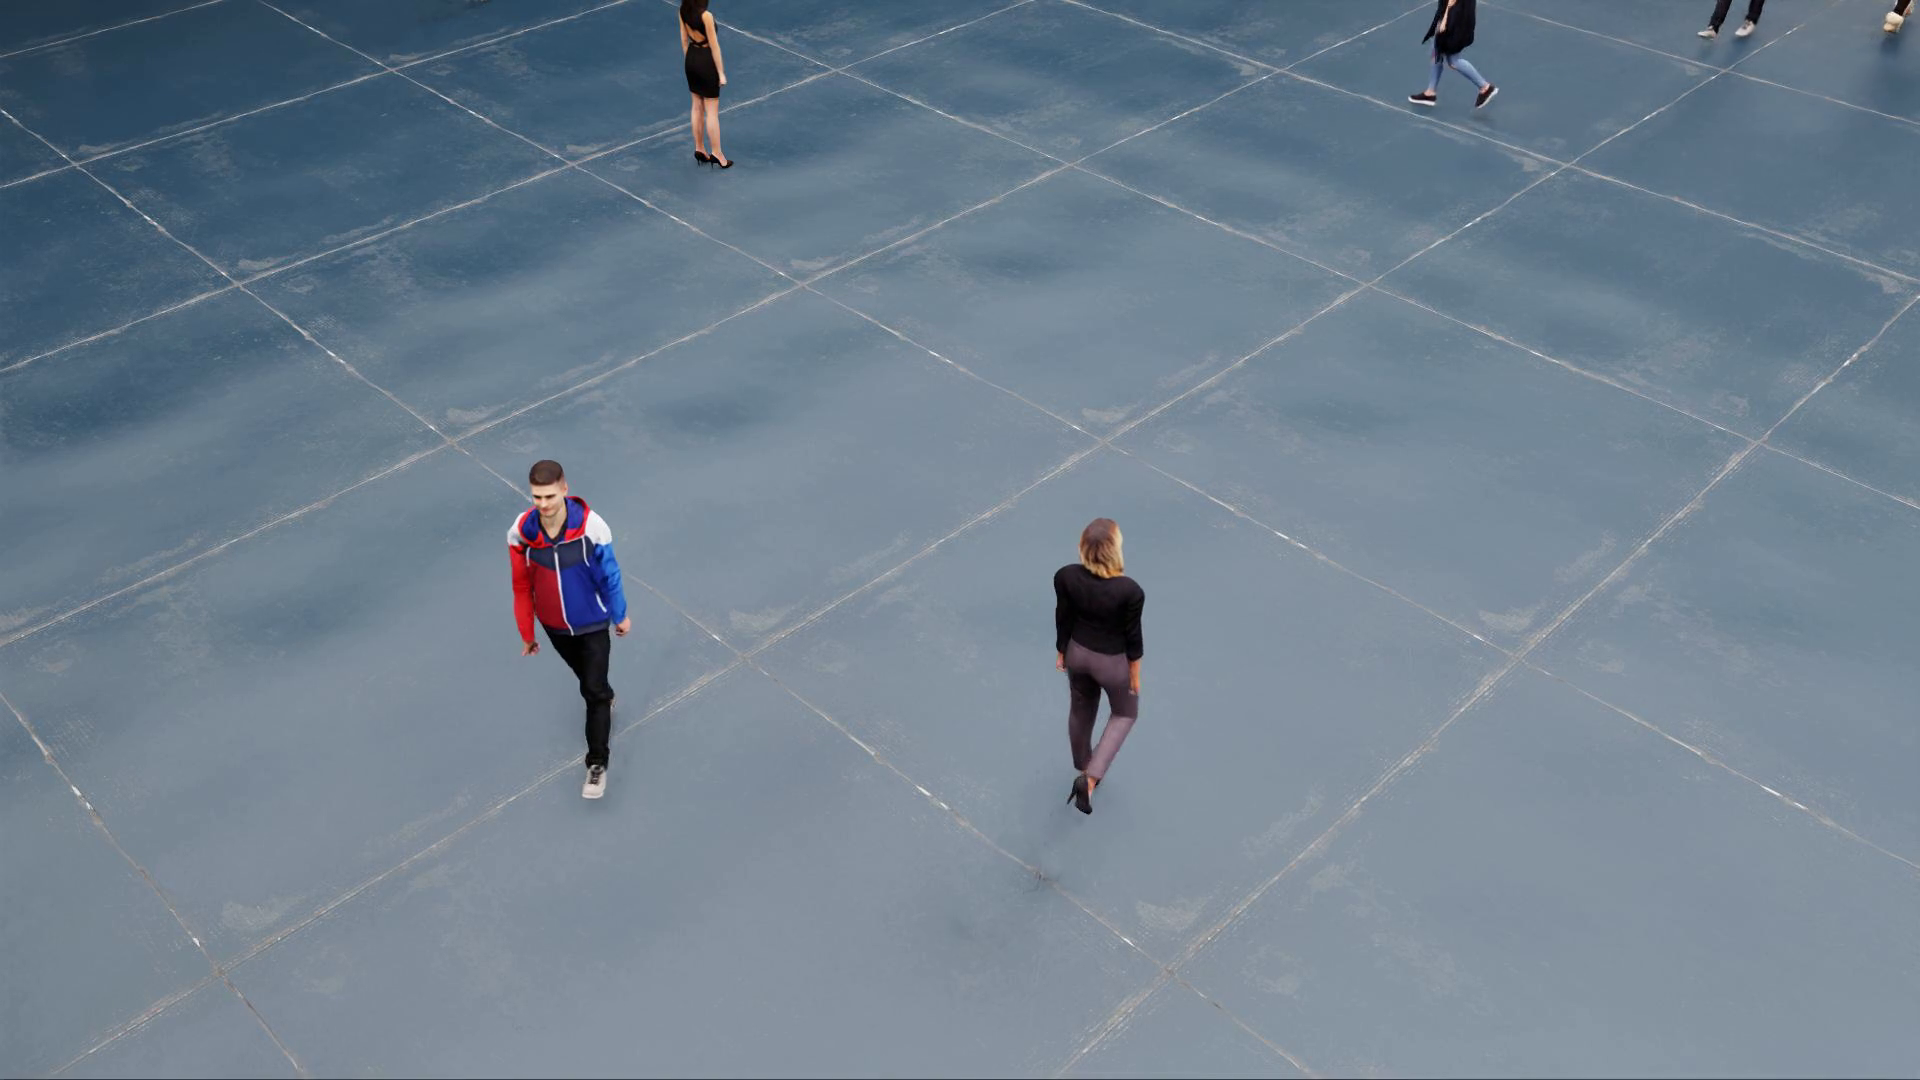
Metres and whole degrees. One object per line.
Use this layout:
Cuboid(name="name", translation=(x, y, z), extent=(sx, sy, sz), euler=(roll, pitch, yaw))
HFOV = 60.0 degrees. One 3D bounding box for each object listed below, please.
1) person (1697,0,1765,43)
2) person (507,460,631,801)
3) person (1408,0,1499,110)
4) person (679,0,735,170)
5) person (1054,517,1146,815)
Cuboid(name="person", translation=(7.686, -5.637, 15.971), extent=(1.157, 1.706, 0.697), euler=(-25, 44, -29))
Cuboid(name="person", translation=(-1.859, 0.310, 8.132), extent=(1.048, 1.727, 1.159), euler=(4, 37, 5))
Cuboid(name="person", translation=(4.432, -4.544, 14.569), extent=(0.932, 1.662, 1.033), euler=(14, 39, 18))
Cuboid(name="person", translation=(-2.120, -3.855, 13.673), extent=(0.575, 1.650, 0.506), euler=(25, 44, 29))
Cuboid(name="person", translation=(0.617, 0.649, 7.740), extent=(0.726, 1.660, 0.825), euler=(17, 40, 21))
